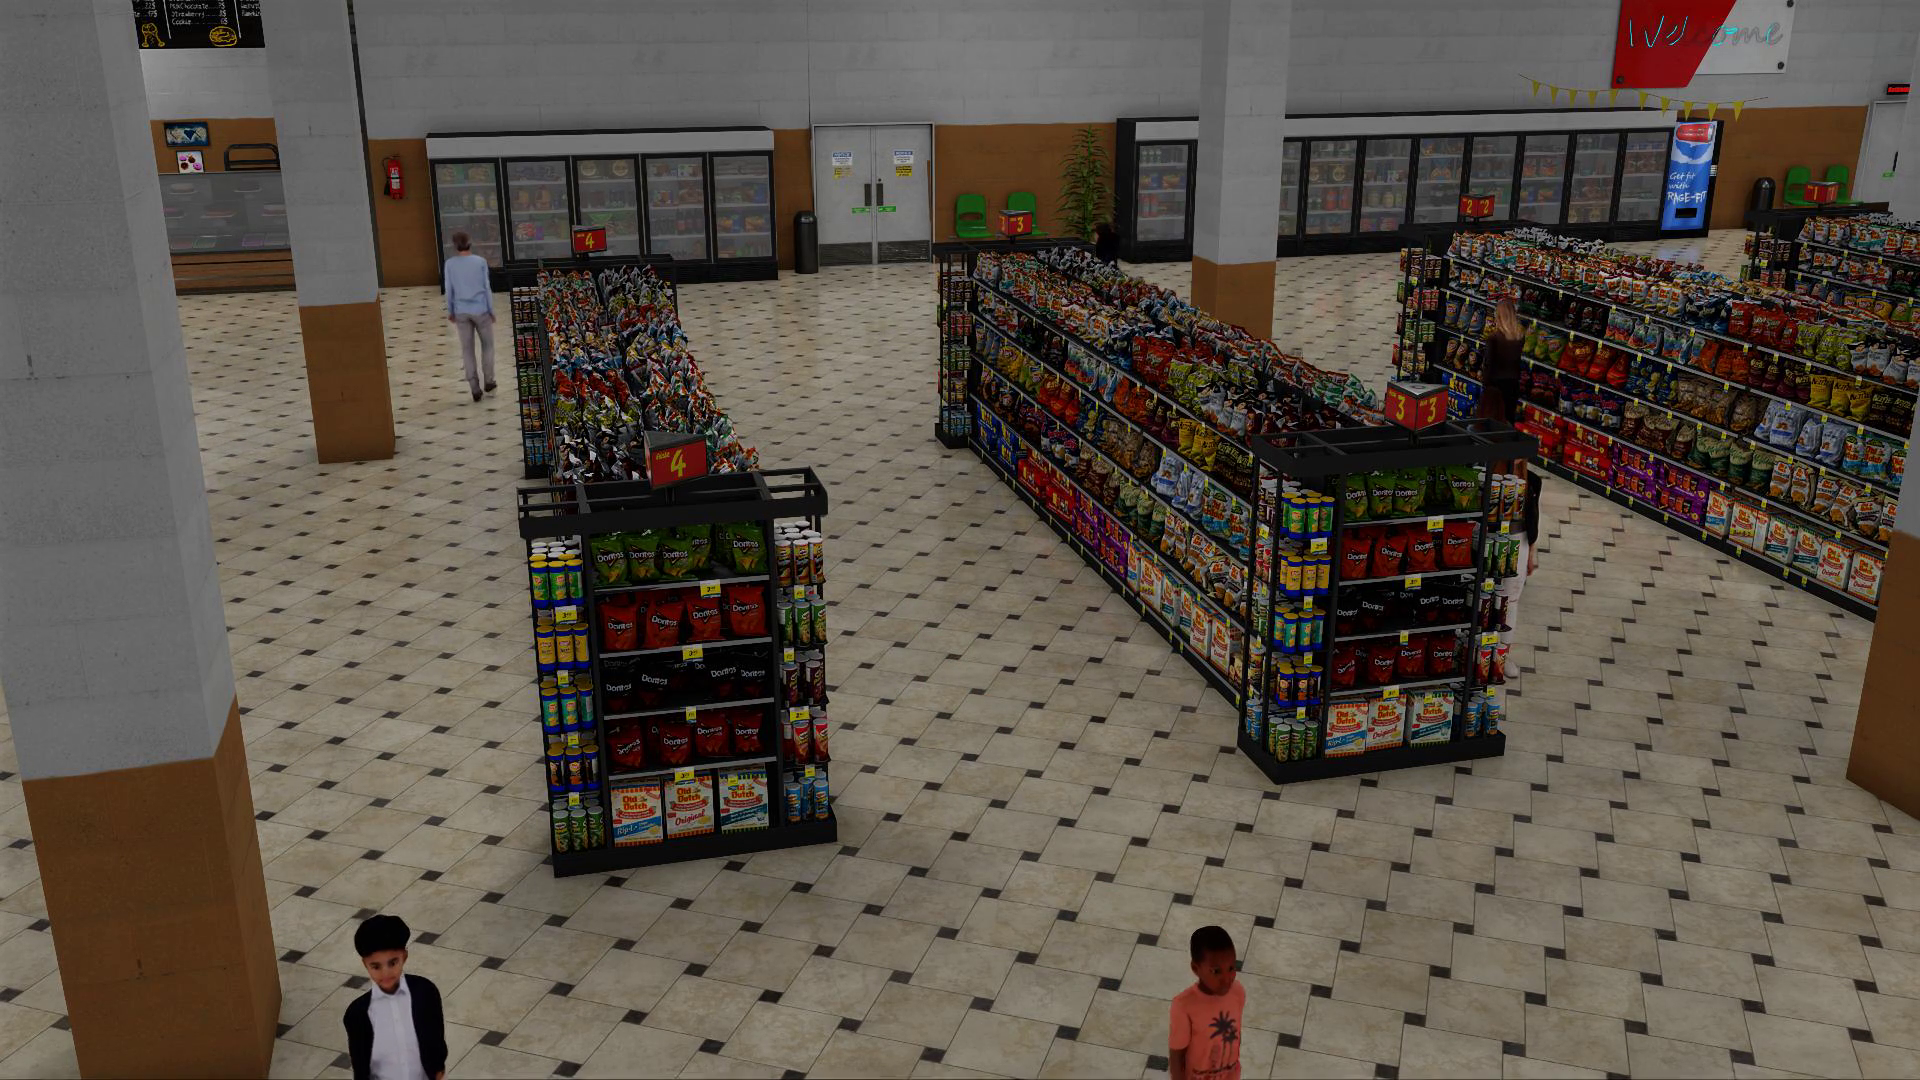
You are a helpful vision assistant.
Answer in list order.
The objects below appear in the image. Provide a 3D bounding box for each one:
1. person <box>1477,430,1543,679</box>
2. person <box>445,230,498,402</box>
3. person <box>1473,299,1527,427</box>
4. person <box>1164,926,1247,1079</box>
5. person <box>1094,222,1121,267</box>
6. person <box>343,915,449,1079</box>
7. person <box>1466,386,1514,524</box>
[{"bbox_3d":[3.640,0.081,11.164,0.655,1.704,0.632,2,19,5],"label":"person"},{"bbox_3d":[-5.432,-2.480,18.503,0.745,1.868,0.884,-3,19,-9],"label":"person"},{"bbox_3d":[5.083,-1.364,15.487,0.625,1.680,0.765,-5,19,-15],"label":"person"},{"bbox_3d":[0.865,1.982,6.177,0.493,1.289,0.791,-5,19,-15],"label":"person"},{"bbox_3d":[1.870,-3.113,20.695,0.825,1.668,0.706,2,19,6],"label":"person"},{"bbox_3d":[-2.141,1.970,6.332,0.583,1.212,0.814,-8,20,-23],"label":"person"},{"bbox_3d":[4.157,-0.491,13.219,0.556,1.475,0.503,-4,19,-11],"label":"person"}]
